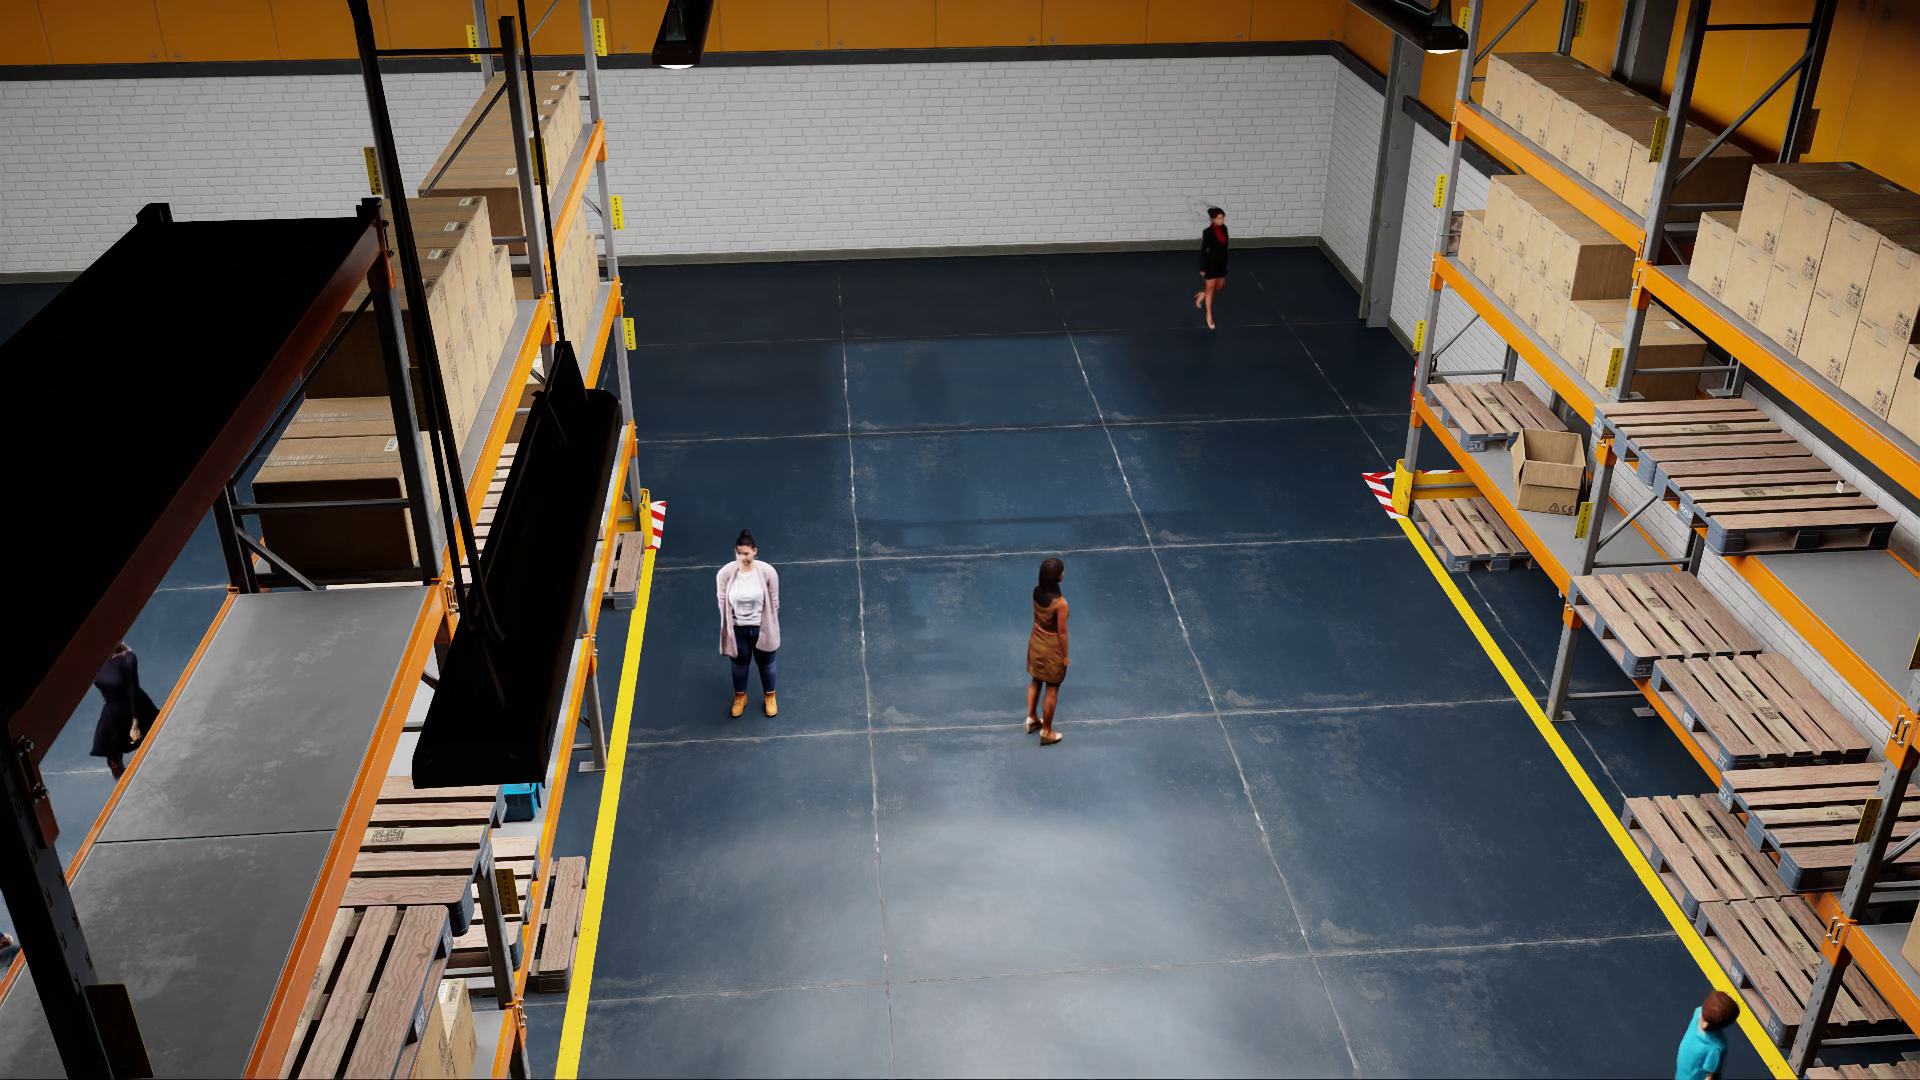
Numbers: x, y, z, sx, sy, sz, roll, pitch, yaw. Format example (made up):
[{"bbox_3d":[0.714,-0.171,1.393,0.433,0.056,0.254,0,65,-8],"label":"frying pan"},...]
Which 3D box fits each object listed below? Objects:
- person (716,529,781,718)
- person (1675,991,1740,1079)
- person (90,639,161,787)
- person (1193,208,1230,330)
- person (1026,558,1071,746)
[{"bbox_3d":[-1.766,0.694,14.013,0.685,1.744,0.621,-1,29,-2],"label":"person"},{"bbox_3d":[4.390,3.157,9.830,0.777,1.424,0.536,8,30,14],"label":"person"},{"bbox_3d":[-6.365,1.331,12.862,0.685,1.727,0.872,4,29,7],"label":"person"},{"bbox_3d":[3.324,-3.626,22.053,0.775,1.628,0.893,-18,33,-29],"label":"person"},{"bbox_3d":[0.729,0.903,13.691,0.698,1.683,0.591,-17,33,-29],"label":"person"}]
